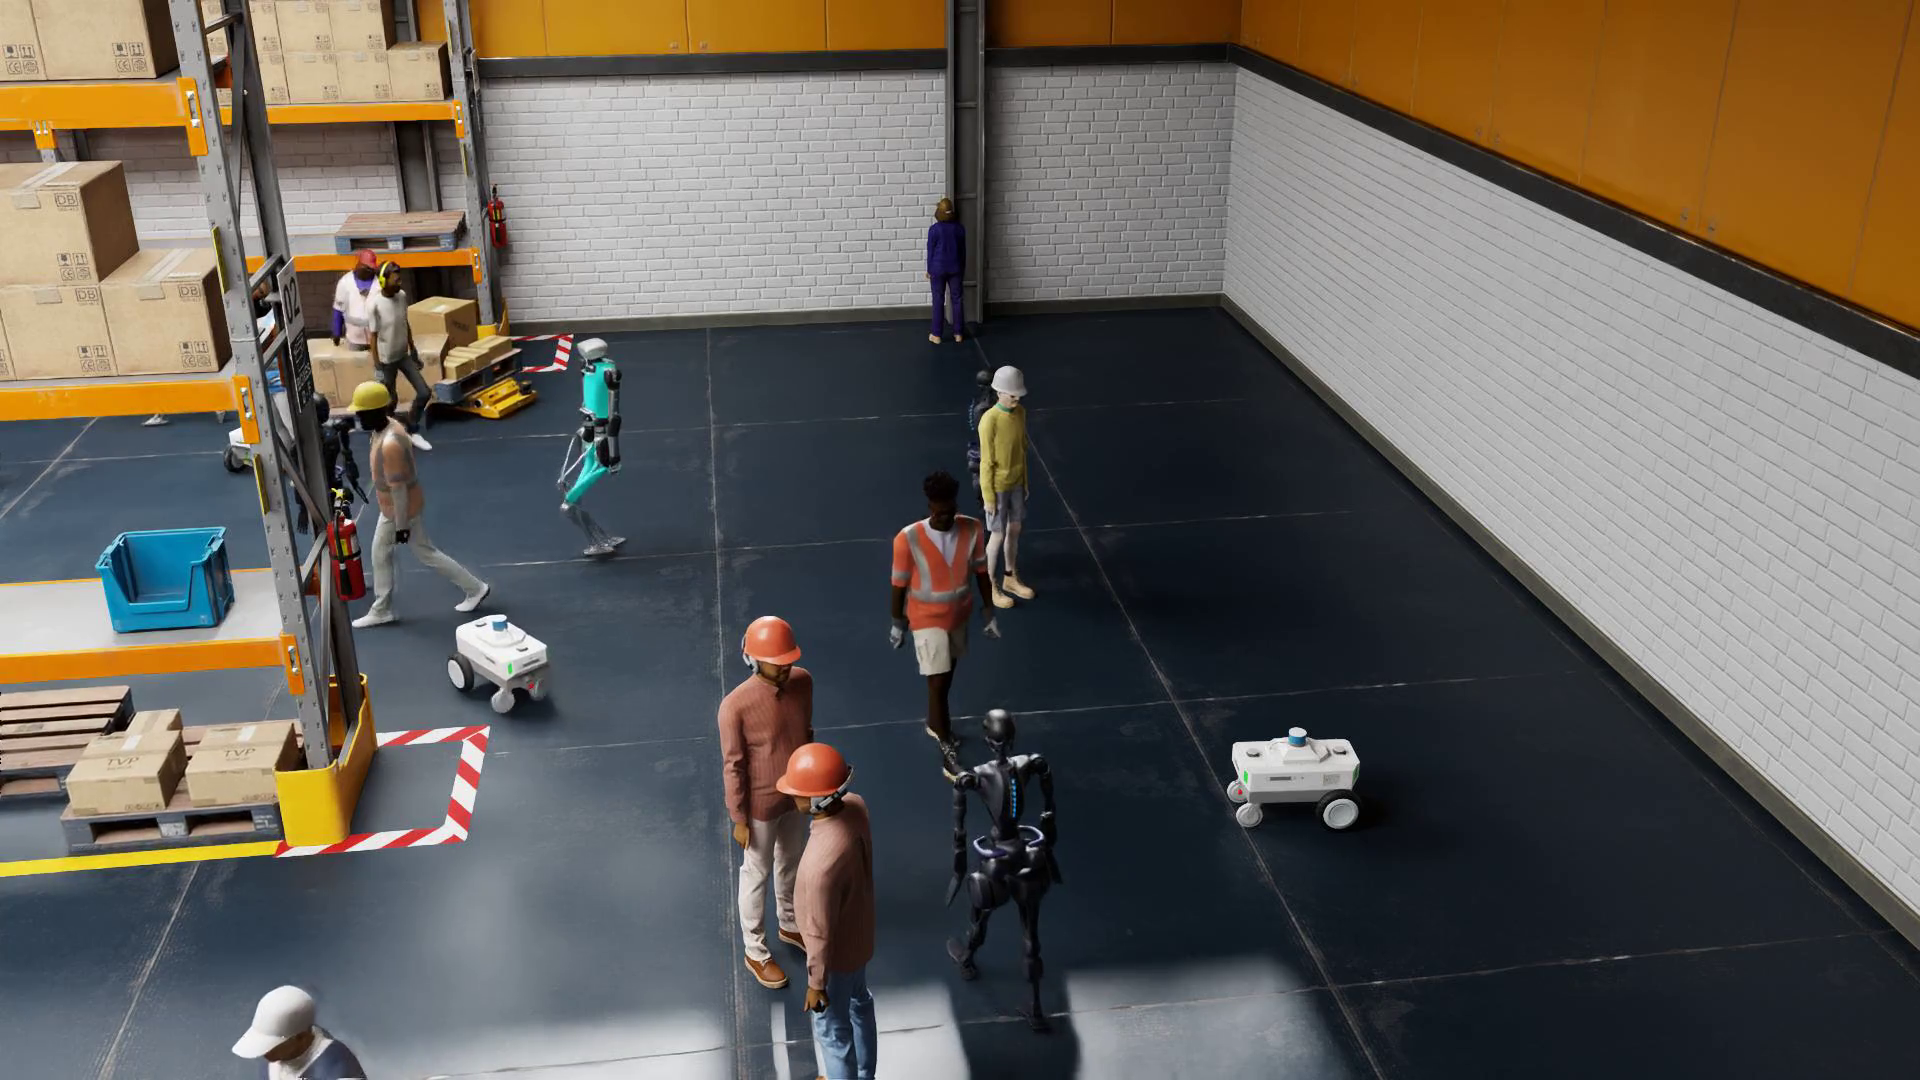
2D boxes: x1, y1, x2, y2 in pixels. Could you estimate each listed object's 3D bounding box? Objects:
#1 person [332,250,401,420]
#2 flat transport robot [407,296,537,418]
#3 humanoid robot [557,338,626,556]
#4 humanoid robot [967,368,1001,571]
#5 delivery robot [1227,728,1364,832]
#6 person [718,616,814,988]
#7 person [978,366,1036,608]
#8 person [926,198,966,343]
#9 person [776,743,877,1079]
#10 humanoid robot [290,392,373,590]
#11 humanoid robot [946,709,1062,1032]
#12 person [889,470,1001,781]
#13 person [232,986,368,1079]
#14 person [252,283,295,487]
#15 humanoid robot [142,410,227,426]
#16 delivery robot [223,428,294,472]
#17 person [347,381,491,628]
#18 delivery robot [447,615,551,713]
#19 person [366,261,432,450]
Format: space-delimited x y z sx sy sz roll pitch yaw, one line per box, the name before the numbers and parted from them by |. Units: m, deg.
person | -5.781 -1.967 16.096 0.778 1.713 0.442 -3 24 -7
flat transport robot | -5.067 -1.492 16.796 1.431 0.231 0.659 9 25 19
humanoid robot | -2.991 -0.668 13.061 0.739 1.770 0.559 -18 29 -35
humanoid robot | 0.209 -0.557 12.915 0.345 1.642 0.600 -1 24 -2
delivery robot | 1.994 1.399 9.861 0.802 0.601 0.499 -1 24 -3
person | -0.922 1.283 8.330 0.376 1.994 0.607 17 29 34
person | 0.323 -0.401 12.318 0.413 1.878 0.494 19 30 36
person | -0.153 -3.005 18.552 0.462 1.624 0.322 -7 25 -15
person | -0.563 1.757 7.264 0.403 1.986 0.610 5 24 11
humanoid robot | -4.762 -0.350 12.468 0.461 1.640 0.615 12 27 26
humanoid robot | 0.205 1.561 8.121 0.601 1.624 0.737 -10 26 -22
person | -0.041 0.513 10.157 0.634 1.930 0.852 -14 27 -28
person | -2.369 2.346 6.264 0.769 1.705 0.933 16 28 31
person | -6.005 -1.369 14.577 0.620 1.833 0.430 15 28 30
humanoid robot | -7.539 -1.908 15.941 0.965 1.775 0.555 -8 25 -18
delivery robot | -6.281 -0.896 15.102 0.514 0.611 0.783 8 25 18
person | -3.981 -0.271 12.009 0.949 1.886 0.590 -11 26 -24
delivery robot | -3.107 0.791 11.258 0.781 0.609 0.499 21 31 40
person | -5.149 -1.637 15.171 0.524 1.842 0.542 10 26 22
